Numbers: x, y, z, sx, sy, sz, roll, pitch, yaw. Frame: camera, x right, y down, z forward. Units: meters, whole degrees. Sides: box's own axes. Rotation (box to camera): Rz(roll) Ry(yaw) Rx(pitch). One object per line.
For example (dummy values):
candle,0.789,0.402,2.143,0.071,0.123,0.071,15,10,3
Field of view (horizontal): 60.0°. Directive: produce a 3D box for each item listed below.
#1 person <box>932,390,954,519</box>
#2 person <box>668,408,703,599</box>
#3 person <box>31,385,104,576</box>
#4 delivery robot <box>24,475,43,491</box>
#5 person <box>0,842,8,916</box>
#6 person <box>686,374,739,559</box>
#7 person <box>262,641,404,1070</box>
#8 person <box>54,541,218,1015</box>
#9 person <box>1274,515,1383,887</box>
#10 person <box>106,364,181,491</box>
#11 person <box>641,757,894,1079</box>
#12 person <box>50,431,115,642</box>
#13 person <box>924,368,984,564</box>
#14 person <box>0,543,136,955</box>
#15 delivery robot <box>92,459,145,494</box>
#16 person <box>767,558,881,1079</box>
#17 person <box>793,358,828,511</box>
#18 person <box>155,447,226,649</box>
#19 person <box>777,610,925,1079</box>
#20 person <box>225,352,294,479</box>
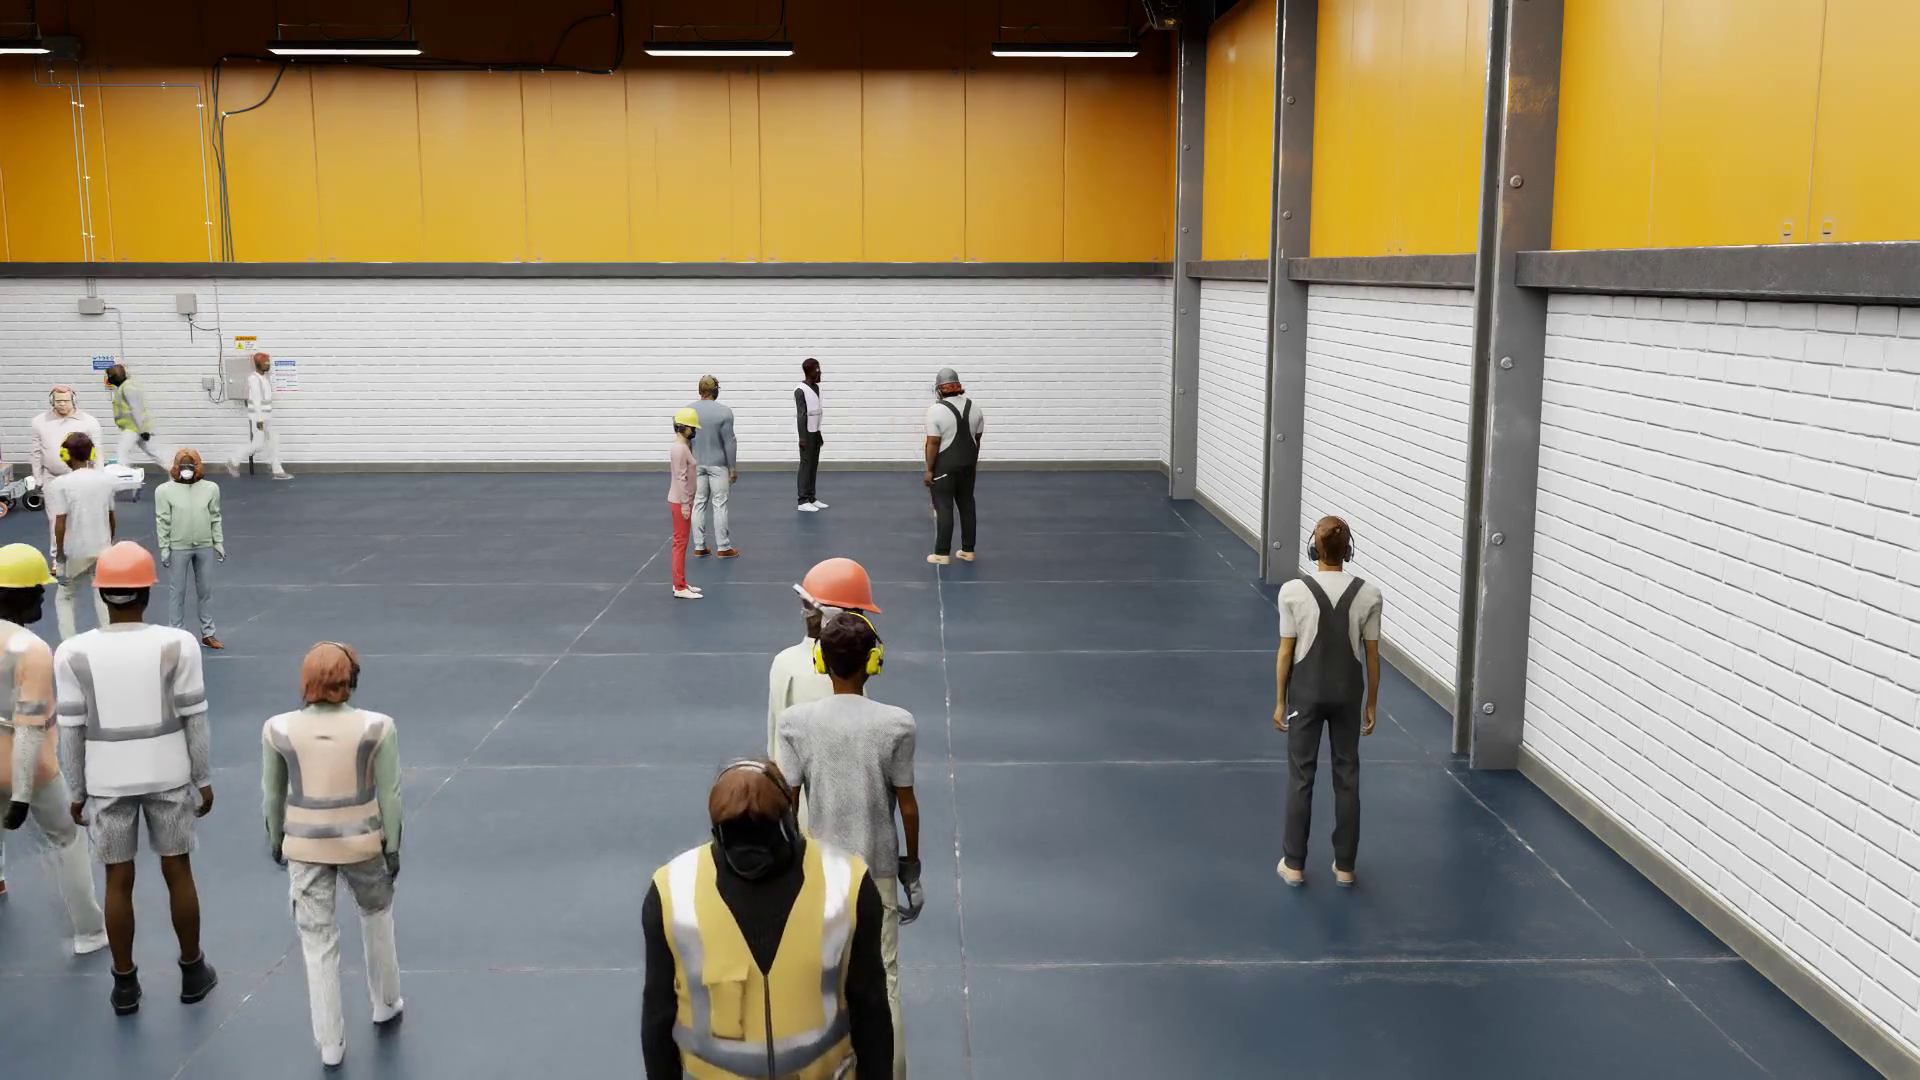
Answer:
person,-0.169,-1.085,20.189,0.389,1.685,0.535,-1,9,-7
person,-2.538,-0.341,15.381,0.322,1.761,0.522,-2,9,-10
person,-8.867,-0.598,16.547,0.643,1.896,0.406,-3,10,-15
delivery robot,-11.412,-0.713,21.052,0.707,0.478,0.477,-2,9,-15
person,-4.686,0.817,7.728,0.356,1.938,0.638,-3,10,-20
person,-2.610,-0.760,17.401,0.629,1.940,0.373,3,10,20
person,-2.421,1.186,6.469,0.518,1.616,0.646,-3,10,-15
person,-3.360,0.966,6.818,0.551,1.935,0.372,-4,10,-22
person,1.801,0.796,8.171,0.505,1.842,0.332,0,9,2
person,-11.289,-1.556,22.875,1.091,1.764,0.643,-6,11,-31
person,-0.496,1.431,4.338,0.641,1.825,0.505,-2,9,-10
person,-6.517,0.121,12.303,0.762,1.835,0.524,6,11,34
person,-0.118,-0.776,17.181,0.673,2.000,0.536,-7,11,-36
person,-4.068,0.956,7.055,0.582,1.890,0.955,4,10,24
delivery robot,-11.010,-0.810,21.651,0.707,0.478,0.477,-5,10,-27
person,-0.481,1.051,6.153,0.401,1.984,0.612,-6,11,-32
person,-1.895,-1.327,20.932,0.378,1.917,0.598,3,10,17
person,-6.090,0.079,13.182,0.498,1.633,0.280,-9,13,-43
person,-0.379,1.166,5.821,0.514,1.865,0.329,1,9,4
person,-10.086,-1.767,23.836,0.823,1.857,0.565,0,9,0
